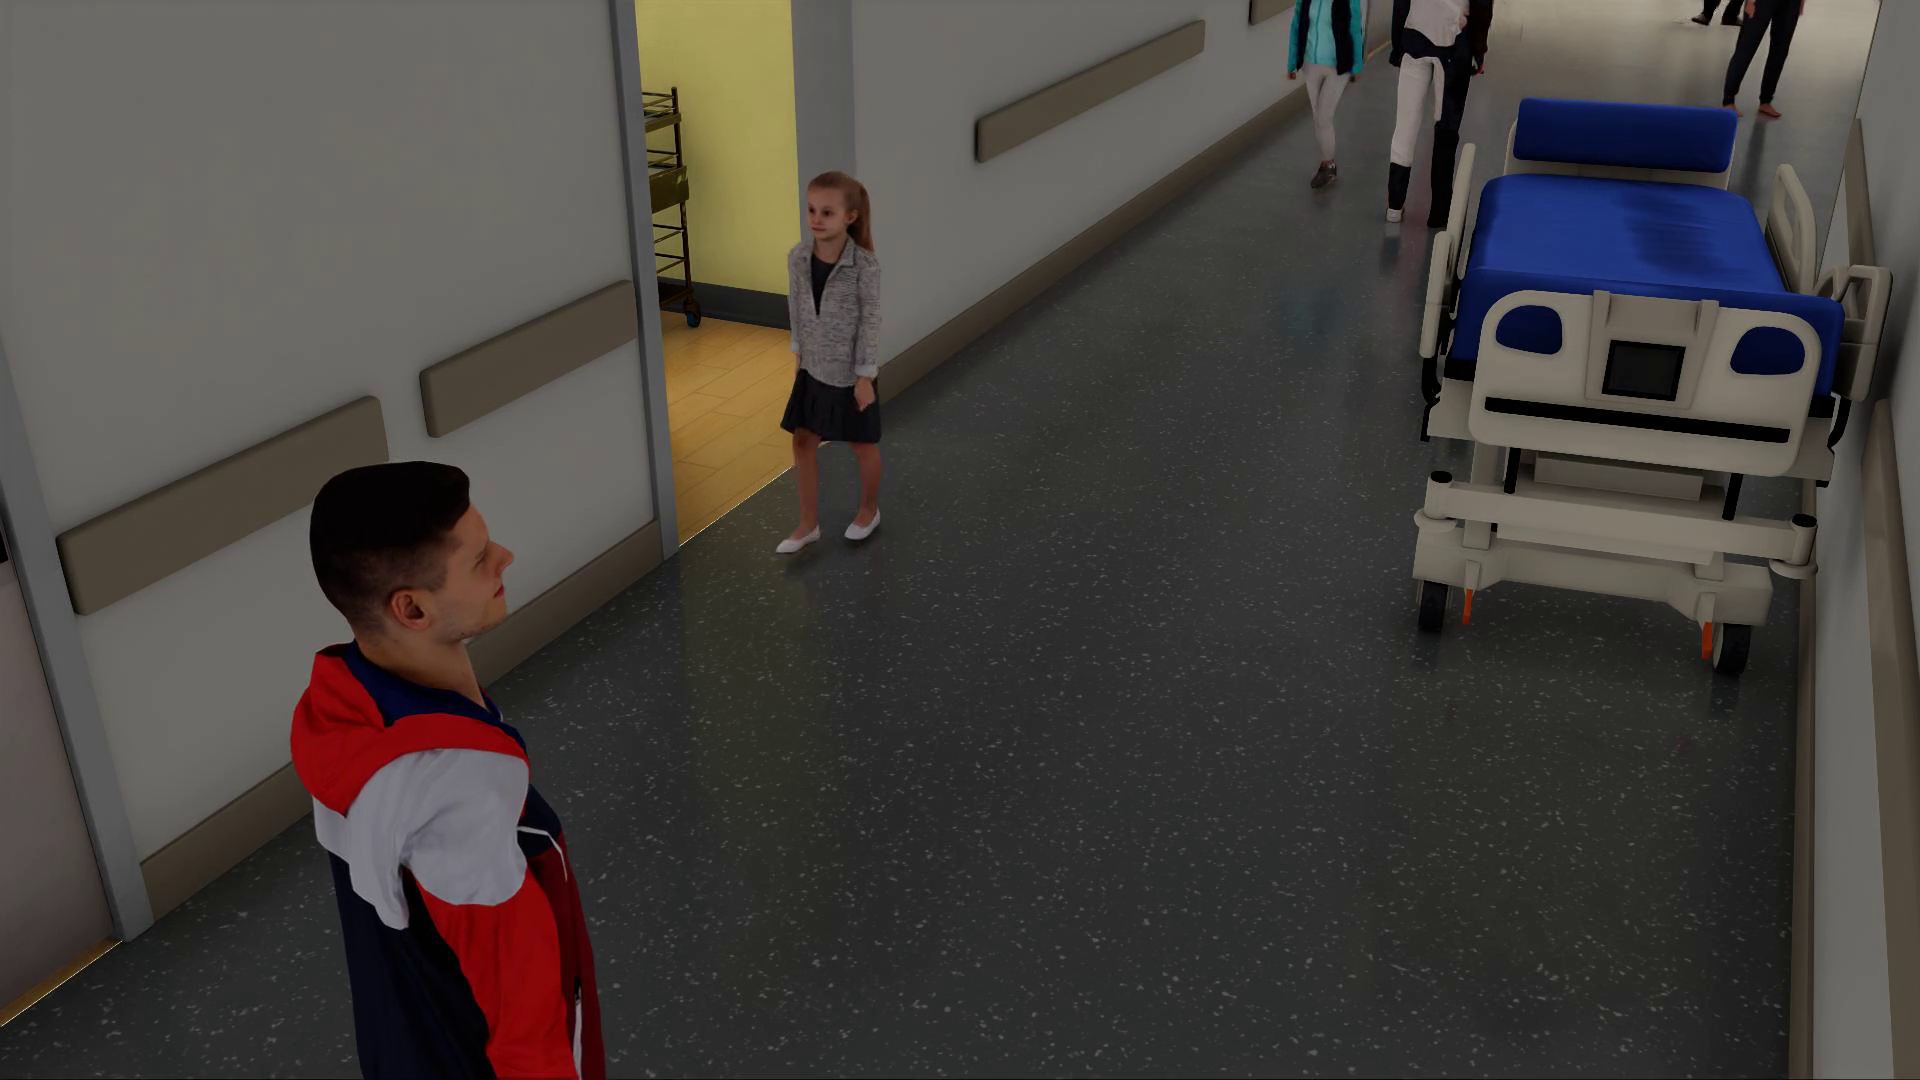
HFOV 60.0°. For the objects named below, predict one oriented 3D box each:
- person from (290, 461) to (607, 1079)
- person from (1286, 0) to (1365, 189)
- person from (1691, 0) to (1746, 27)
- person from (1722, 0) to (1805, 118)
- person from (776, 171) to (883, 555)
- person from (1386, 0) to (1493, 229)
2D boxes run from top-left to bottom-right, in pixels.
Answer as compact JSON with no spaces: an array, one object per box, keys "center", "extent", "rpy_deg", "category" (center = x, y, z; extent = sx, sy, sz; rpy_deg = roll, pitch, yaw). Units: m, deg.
[{"center":[-0.644,0.715,2.231],"extent":[0.778,1.756,0.663],"rpy_deg":[-17,30,-31],"category":"person"},{"center":[2.250,-2.882,10.009],"extent":[0.632,1.478,0.734],"rpy_deg":[21,33,36],"category":"person"},{"center":[7.277,-5.596,15.523],"extent":[0.872,1.577,0.987],"rpy_deg":[0,26,0],"category":"person"},{"center":[5.815,-3.908,11.857],"extent":[0.633,1.722,0.741],"rpy_deg":[-3,26,-6],"category":"person"},{"center":[-0.374,-0.593,5.508],"extent":[0.599,1.257,0.586],"rpy_deg":[11,28,22],"category":"person"},{"center":[2.618,-2.694,9.146],"extent":[0.560,1.890,0.774],"rpy_deg":[15,30,28],"category":"person"}]
